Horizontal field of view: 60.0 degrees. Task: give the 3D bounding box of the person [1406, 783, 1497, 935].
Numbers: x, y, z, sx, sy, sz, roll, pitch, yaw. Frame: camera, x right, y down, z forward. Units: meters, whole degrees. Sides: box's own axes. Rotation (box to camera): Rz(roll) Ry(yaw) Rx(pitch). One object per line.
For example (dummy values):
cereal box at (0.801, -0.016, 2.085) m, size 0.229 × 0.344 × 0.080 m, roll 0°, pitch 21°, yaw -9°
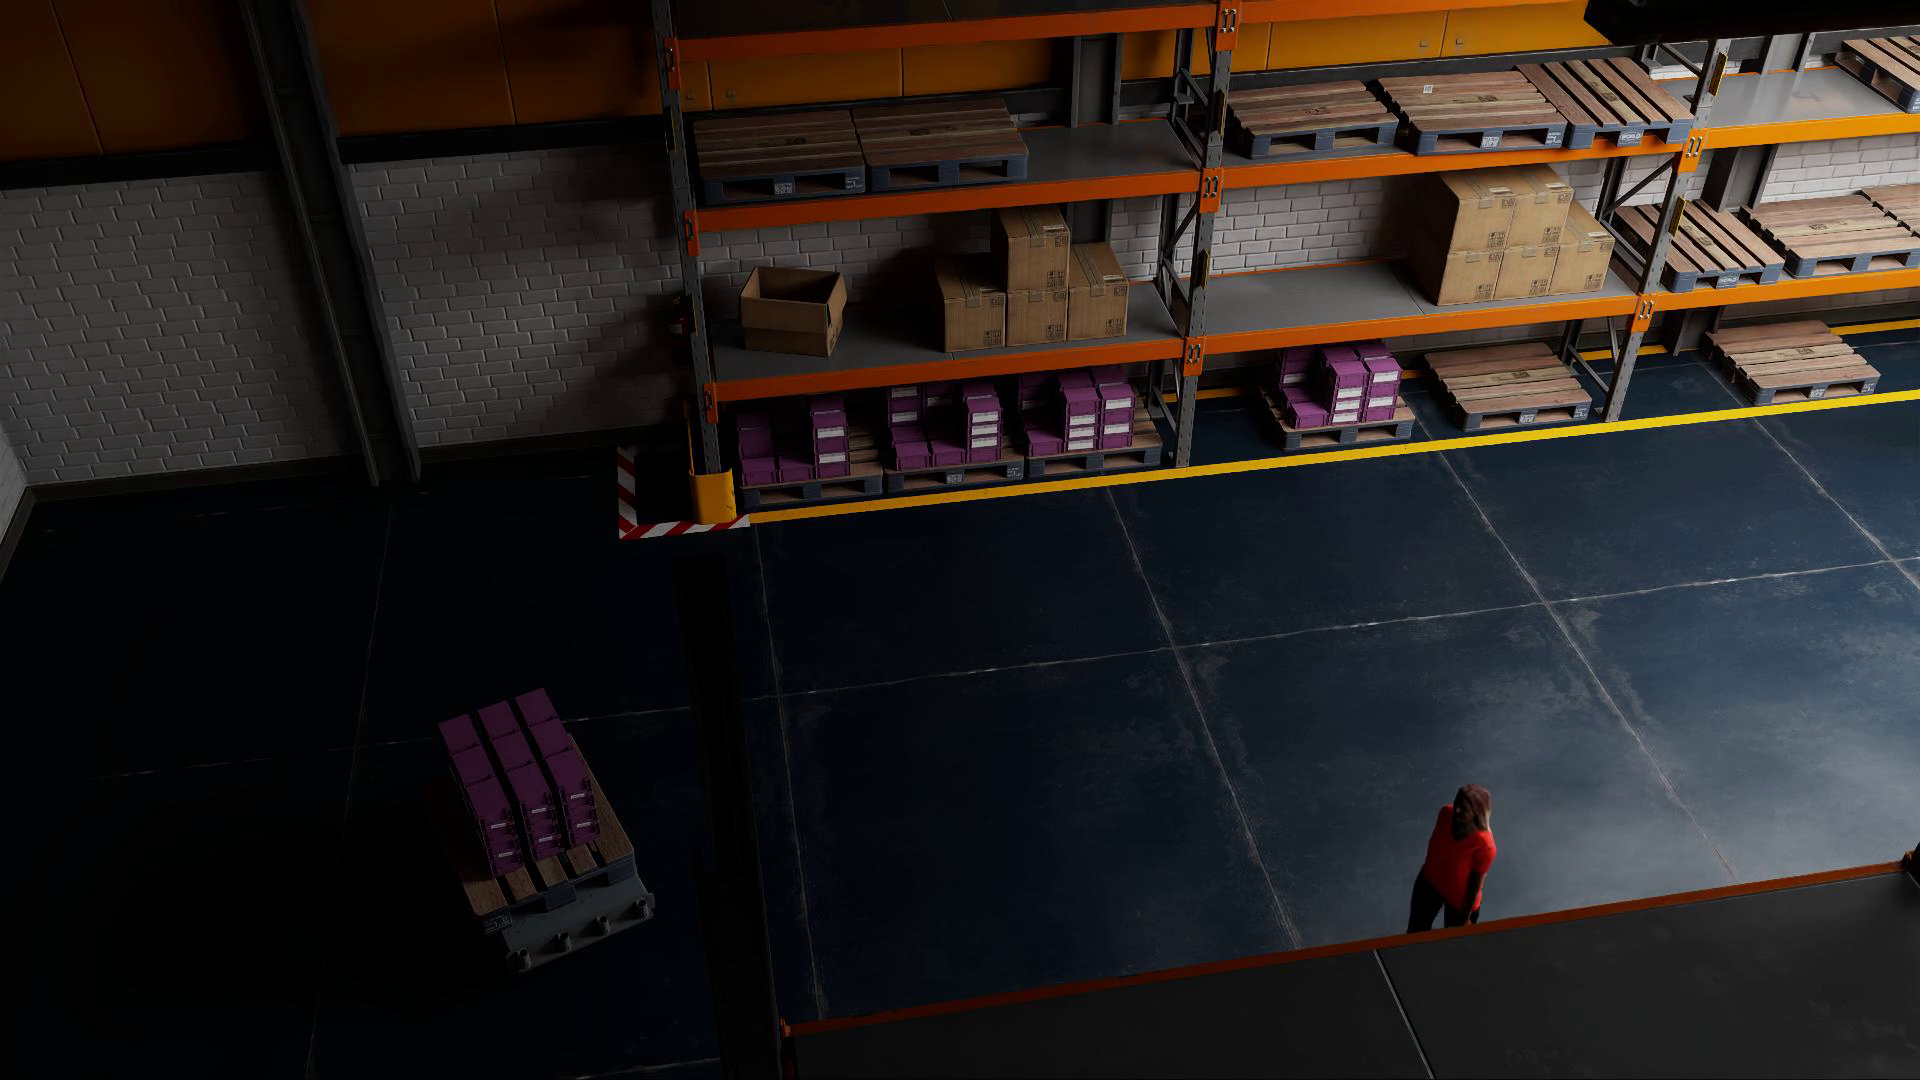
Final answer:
person at (2.942, 2.037, 9.739) m, size 1.091 × 1.673 × 0.843 m, roll -21°, pitch 43°, yaw -24°
